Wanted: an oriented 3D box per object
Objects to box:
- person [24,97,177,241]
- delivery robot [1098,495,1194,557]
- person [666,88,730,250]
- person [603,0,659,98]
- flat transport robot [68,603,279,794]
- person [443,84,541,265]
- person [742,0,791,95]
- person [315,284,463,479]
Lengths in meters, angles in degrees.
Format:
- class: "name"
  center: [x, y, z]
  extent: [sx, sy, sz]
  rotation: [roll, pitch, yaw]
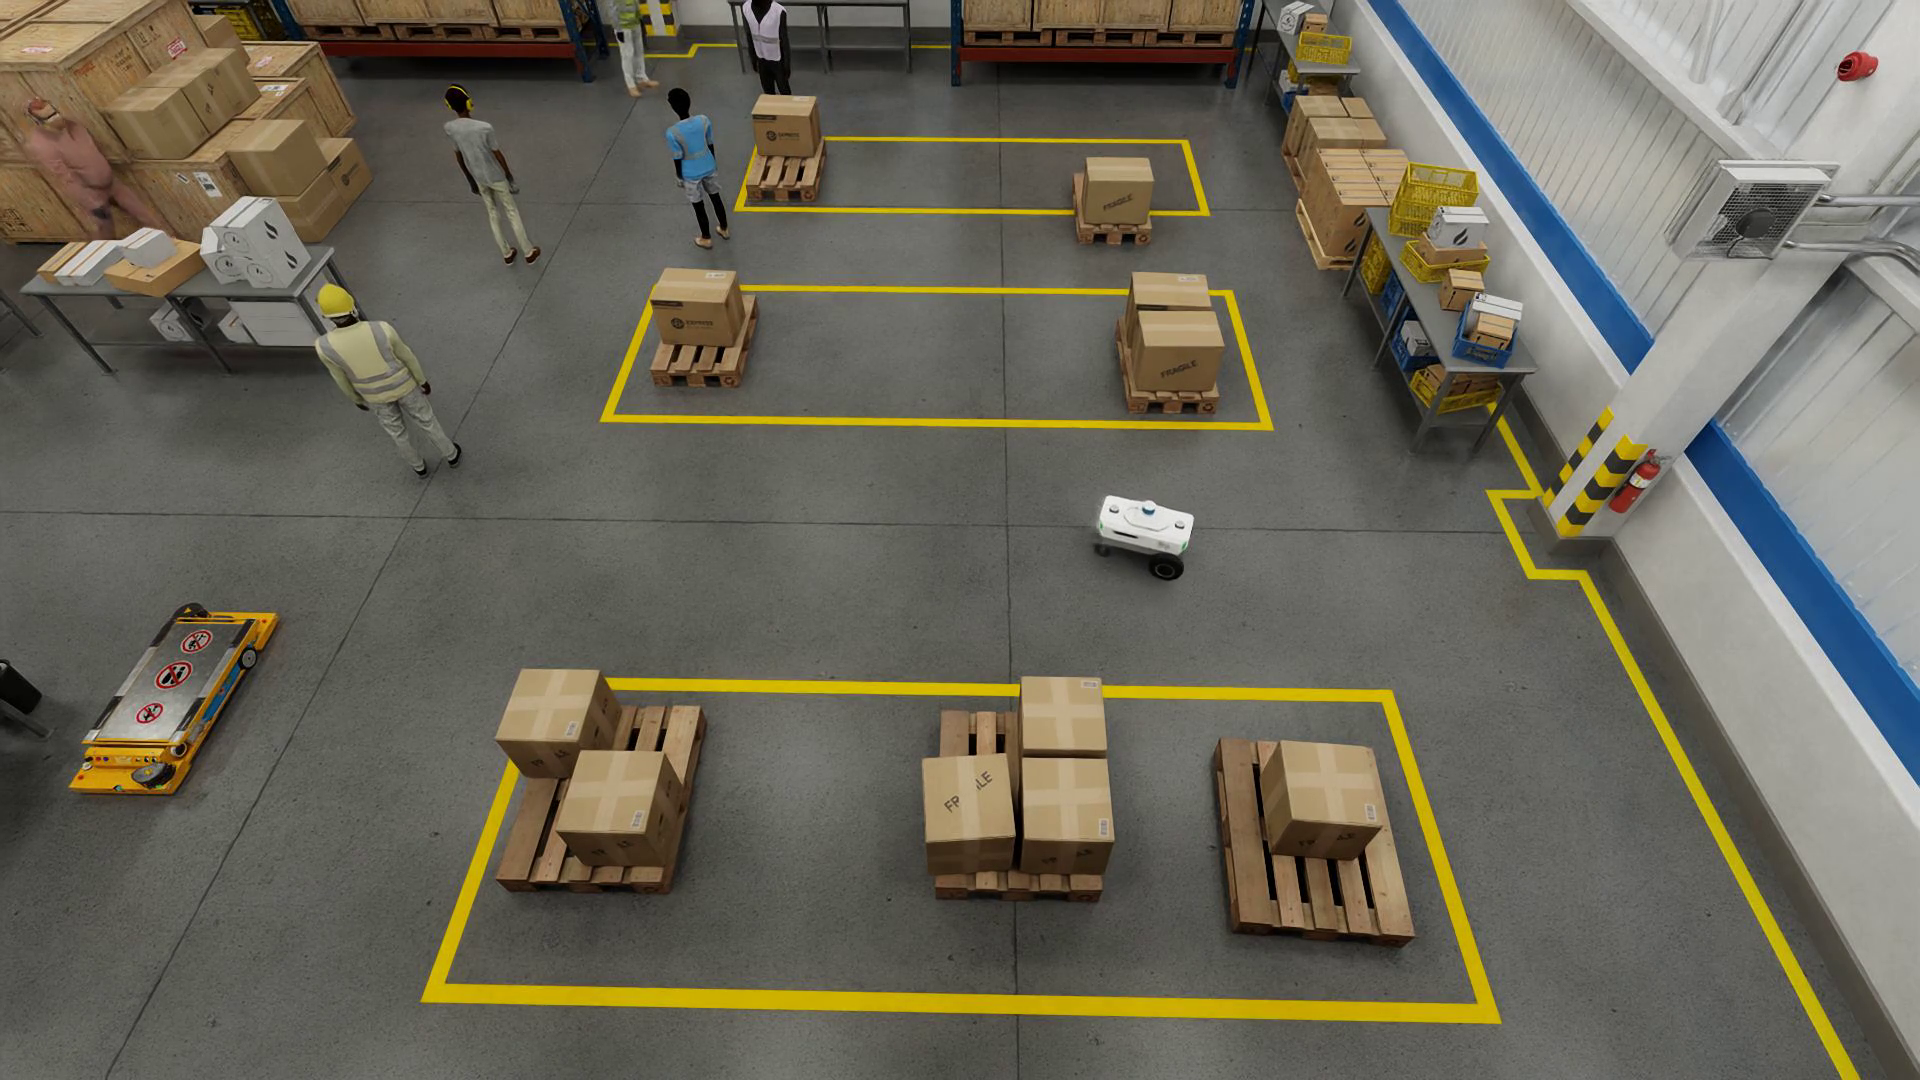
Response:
- class: "person"
  center: [-8.821, -3.593, 9.372]
  extent: [1.017, 1.852, 0.671]
  rotation: [3, 50, 3]
- class: "delivery robot"
  center: [1.450, -0.112, 7.200]
  extent: [0.707, 0.478, 0.477]
  rotation: [14, 51, 12]
- class: "person"
  center: [-2.793, -3.924, 9.744]
  extent: [0.318, 1.693, 0.532]
  rotation: [36, 58, 26]
- class: "person"
  center: [-4.407, -6.878, 12.159]
  extent: [0.431, 1.828, 0.655]
  rotation: [15, 51, 13]
- class: "flat transport robot"
  center: [-5.504, 1.072, 6.442]
  extent: [0.652, 0.197, 1.431]
  rotation: [1, 50, 1]
- class: "person"
  center: [-4.851, -3.731, 9.477]
  extent: [0.504, 1.861, 0.328]
  rotation: [2, 50, 2]
- class: "person"
  center: [-2.333, -5.933, 11.306]
  extent: [0.583, 1.911, 0.394]
  rotation: [18, 52, 15]
- class: "person"
  center: [-4.617, -1.249, 7.389]
  extent: [0.586, 1.835, 0.403]
  rotation: [-21, 53, -17]
